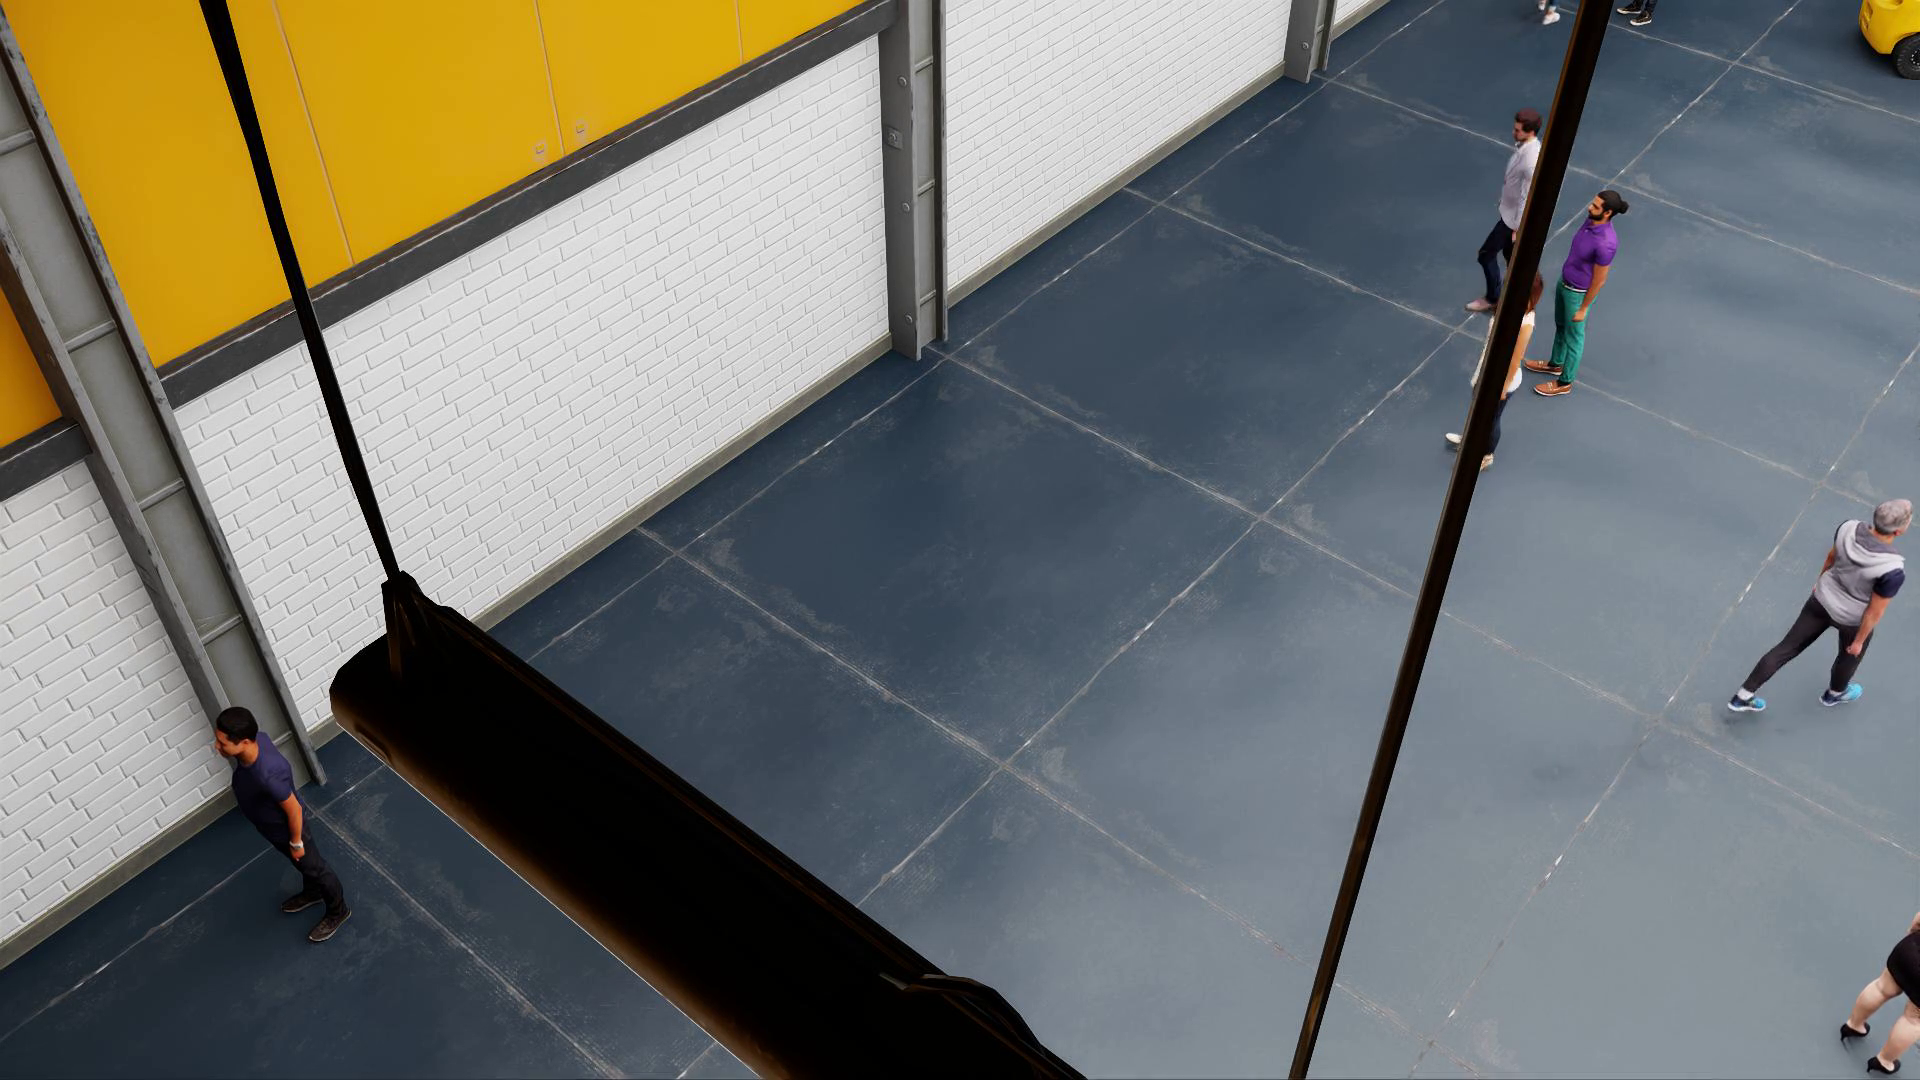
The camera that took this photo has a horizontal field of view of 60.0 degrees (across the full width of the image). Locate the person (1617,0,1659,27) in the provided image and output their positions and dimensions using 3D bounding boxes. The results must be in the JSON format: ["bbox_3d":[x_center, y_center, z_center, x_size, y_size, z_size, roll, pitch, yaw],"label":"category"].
[{"bbox_3d":[7.284,-6.135,17.353,0.676,1.466,0.630,-8,44,-8],"label":"person"}]

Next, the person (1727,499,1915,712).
[{"bbox_3d":[5.302,0.464,10.194,1.294,1.786,1.090,-13,45,-14],"label":"person"}]

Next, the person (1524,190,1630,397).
[{"bbox_3d":[4.736,-1.902,12.691,0.785,1.767,0.707,1,44,1],"label":"person"}]

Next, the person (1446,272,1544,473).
[{"bbox_3d":[3.884,-1.224,11.976,0.801,1.771,0.755,1,44,1],"label":"person"}]

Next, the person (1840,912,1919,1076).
[{"bbox_3d":[4.962,2.178,8.497,0.665,1.644,0.637,-15,46,-16],"label":"person"}]

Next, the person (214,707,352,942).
[{"bbox_3d":[-3.699,1.519,9.081,0.647,1.793,0.532,33,53,30],"label":"person"}]

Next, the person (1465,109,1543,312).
[{"bbox_3d":[4.564,-2.614,13.398,0.903,1.823,0.788,9,44,9],"label":"person"}]
